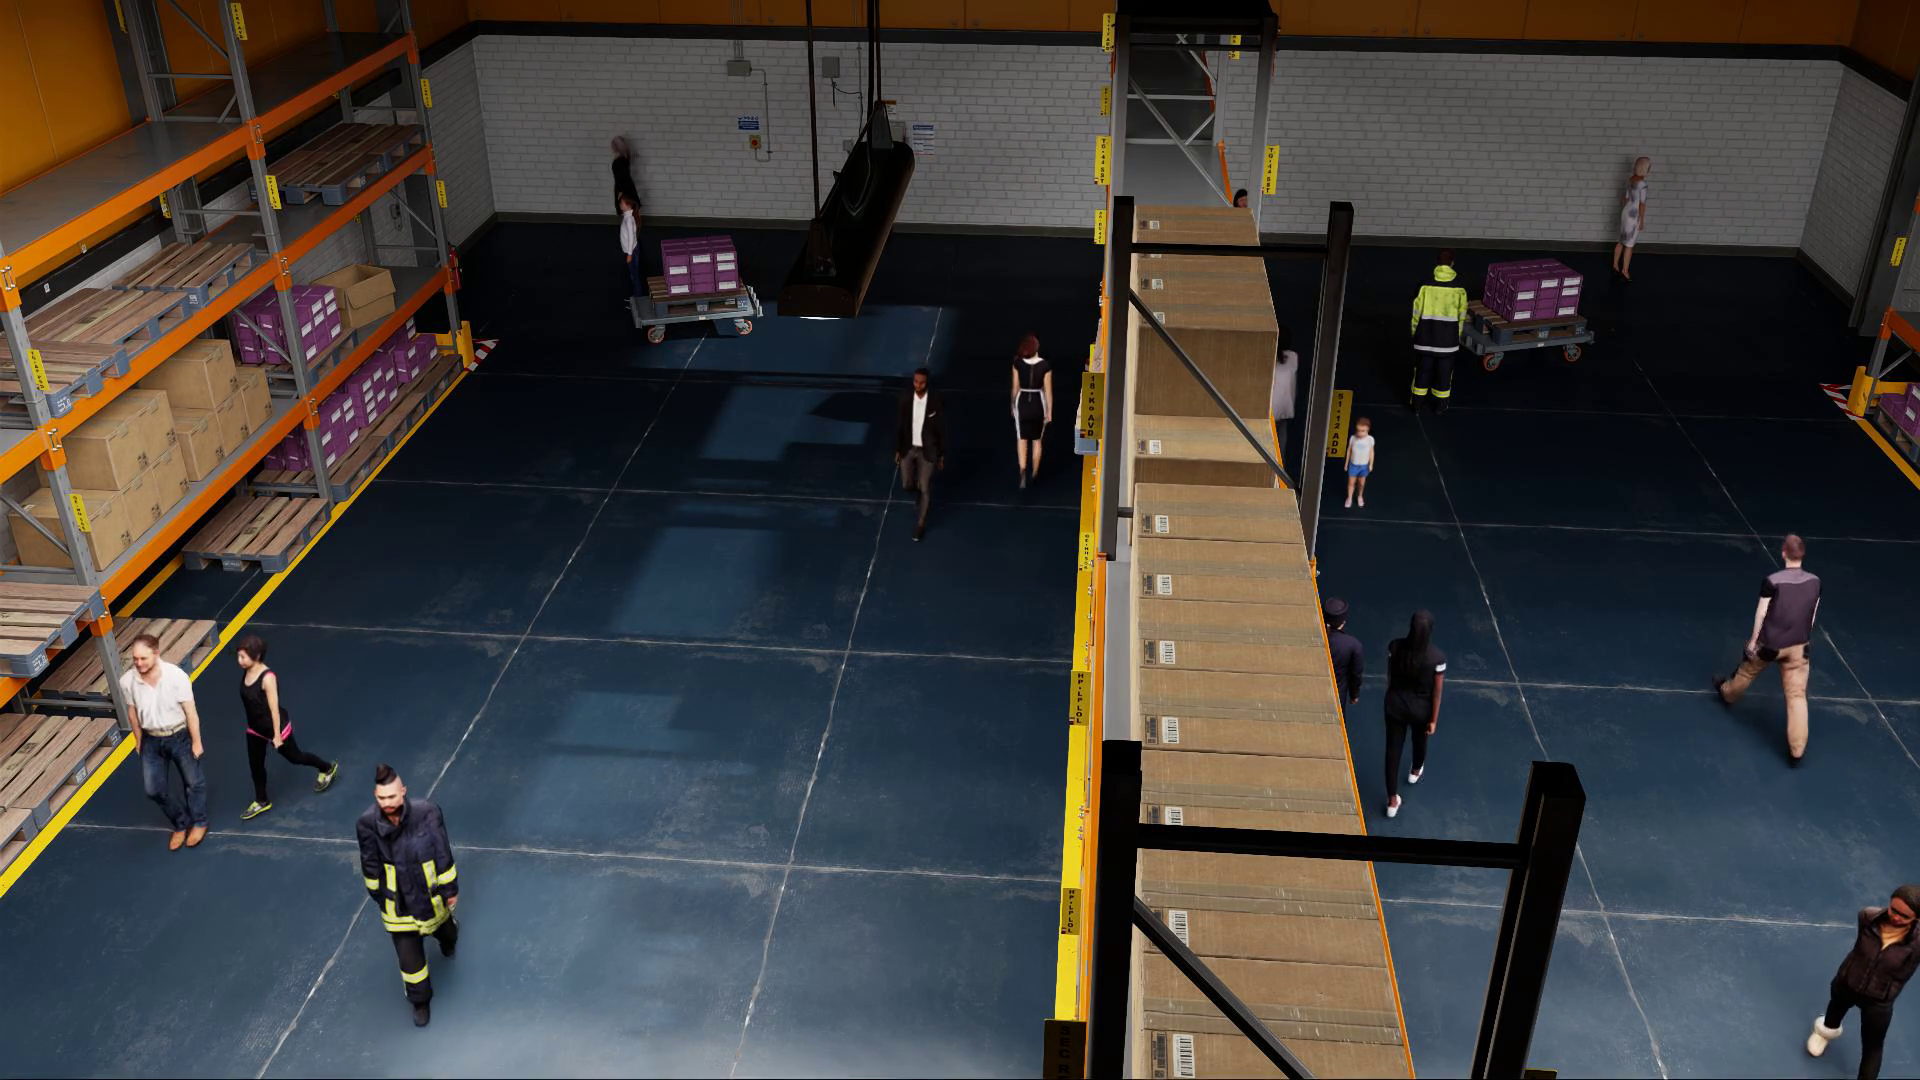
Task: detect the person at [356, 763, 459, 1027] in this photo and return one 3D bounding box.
[{"bbox_3d":[-3.577,2.220,10.945,0.985,1.837,1.178,-8,30,-15],"label":"person"}]

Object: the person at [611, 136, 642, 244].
[{"bbox_3d":[-4.909,-5.138,24.550,0.832,1.725,0.619,2,29,3],"label":"person"}]

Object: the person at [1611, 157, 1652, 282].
[{"bbox_3d":[9.460,-4.533,23.414,0.688,1.751,0.550,-6,29,-11],"label":"person"}]

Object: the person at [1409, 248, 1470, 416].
[{"bbox_3d":[5.531,-2.418,19.301,0.800,1.976,0.689,6,29,11],"label":"person"}]

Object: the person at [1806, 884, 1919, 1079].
[{"bbox_3d":[5.591,2.731,10.249,1.149,1.607,1.000,5,29,8],"label":"person"}]

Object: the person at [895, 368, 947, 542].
[{"bbox_3d":[-0.386,-0.912,16.736,0.768,1.789,0.971,7,29,13],"label":"person"}]

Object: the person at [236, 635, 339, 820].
[{"bbox_3d":[-5.241,1.389,12.799,0.916,1.520,1.081,20,35,32],"label":"person"}]

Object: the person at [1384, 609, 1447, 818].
[{"bbox_3d":[3.393,1.348,12.680,0.793,1.705,1.054,11,31,20],"label":"person"}]

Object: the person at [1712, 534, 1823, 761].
[{"bbox_3d":[6.660,0.918,13.437,0.775,1.736,1.339,1,29,2],"label":"person"}]

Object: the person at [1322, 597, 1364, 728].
[{"bbox_3d":[2.841,1.207,12.975,0.778,1.671,0.755,13,31,22],"label":"person"}]

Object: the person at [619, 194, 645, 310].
[{"bbox_3d":[-4.435,-3.923,22.501,0.651,1.555,0.551,-6,29,-11],"label":"person"}]

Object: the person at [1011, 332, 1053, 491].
[{"bbox_3d":[0.724,-1.289,17.434,0.602,1.783,0.789,5,29,8],"label":"person"}]

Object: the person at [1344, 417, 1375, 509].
[{"bbox_3d":[4.175,-0.830,17.391,0.469,1.018,0.490,8,30,15],"label":"person"}]

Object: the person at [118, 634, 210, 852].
[{"bbox_3d":[-5.846,1.423,12.398,0.721,1.844,0.683,-1,29,-1],"label":"person"}]
